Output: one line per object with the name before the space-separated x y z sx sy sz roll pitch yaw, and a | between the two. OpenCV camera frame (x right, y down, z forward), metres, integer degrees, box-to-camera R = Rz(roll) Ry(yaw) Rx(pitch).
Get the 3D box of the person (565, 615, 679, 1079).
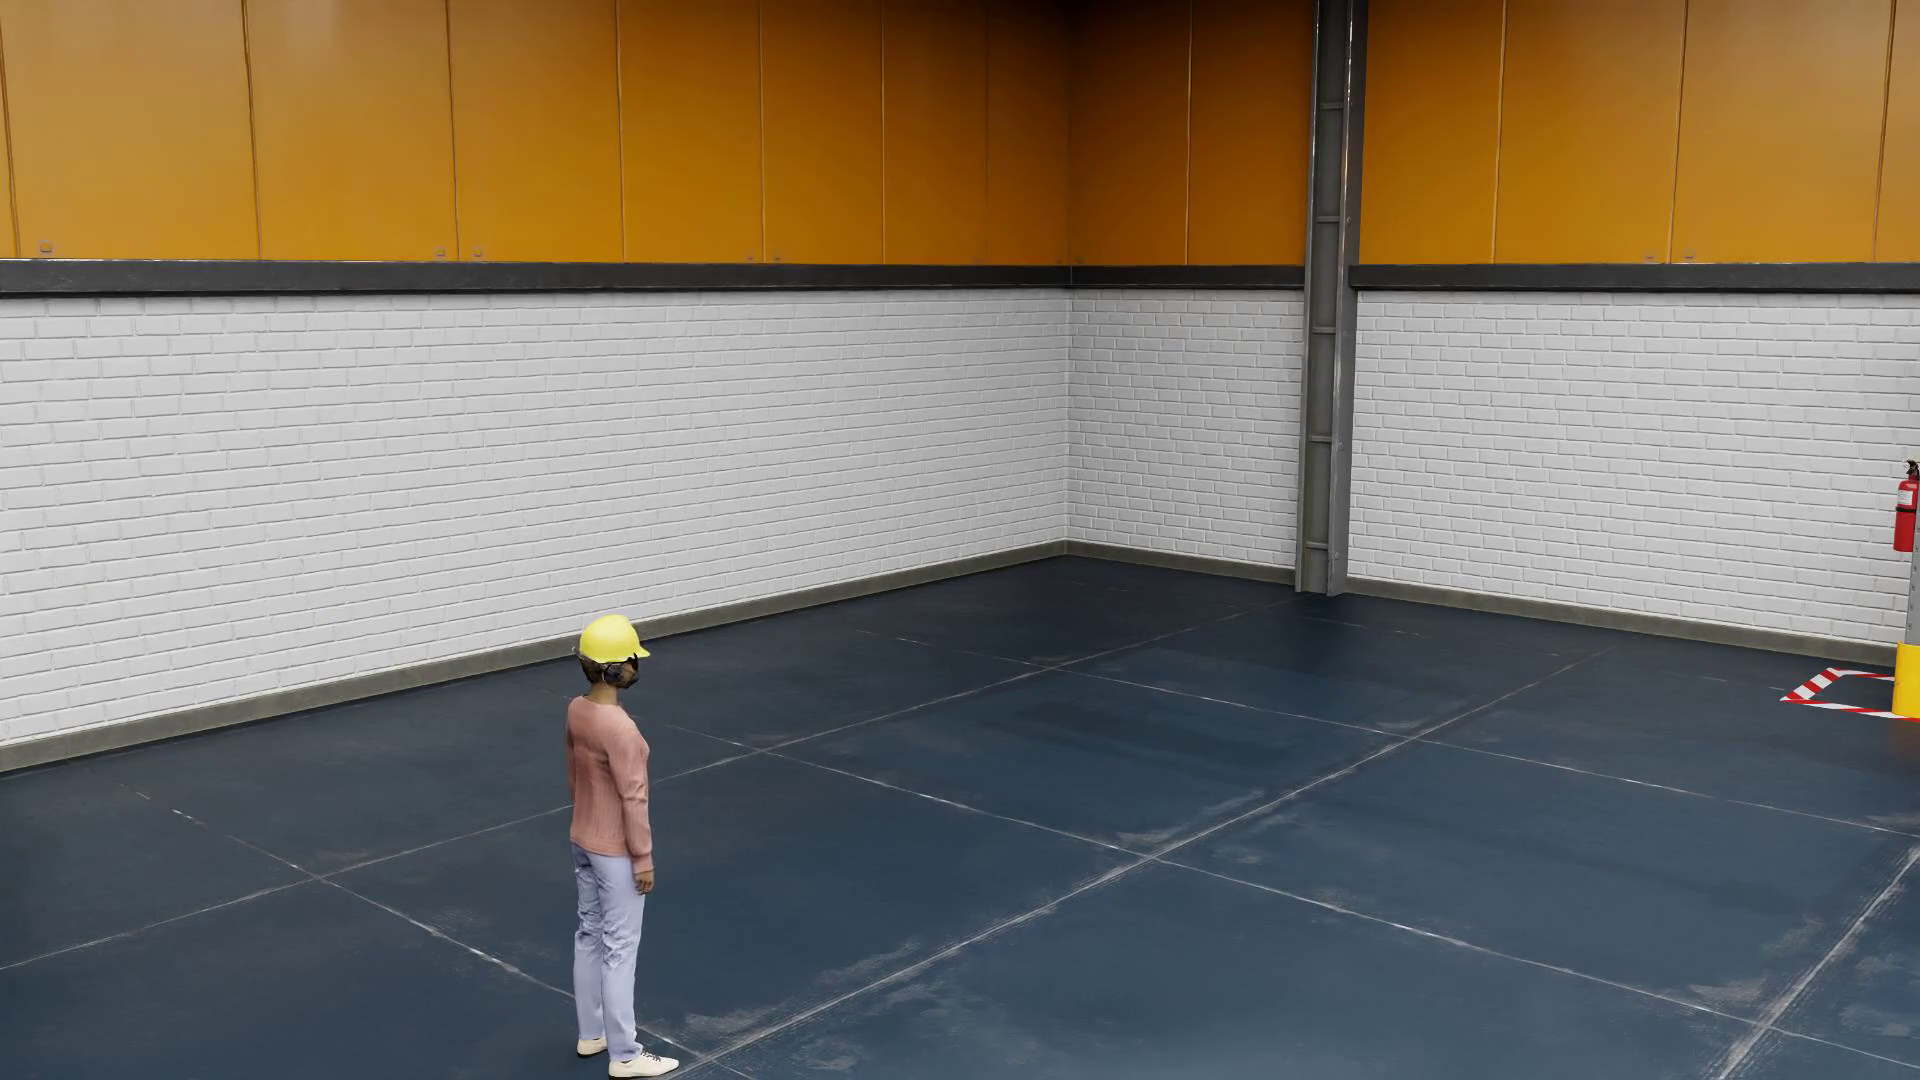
person | -1.310 1.156 6.317 0.310 1.769 0.522 -7 11 -37
